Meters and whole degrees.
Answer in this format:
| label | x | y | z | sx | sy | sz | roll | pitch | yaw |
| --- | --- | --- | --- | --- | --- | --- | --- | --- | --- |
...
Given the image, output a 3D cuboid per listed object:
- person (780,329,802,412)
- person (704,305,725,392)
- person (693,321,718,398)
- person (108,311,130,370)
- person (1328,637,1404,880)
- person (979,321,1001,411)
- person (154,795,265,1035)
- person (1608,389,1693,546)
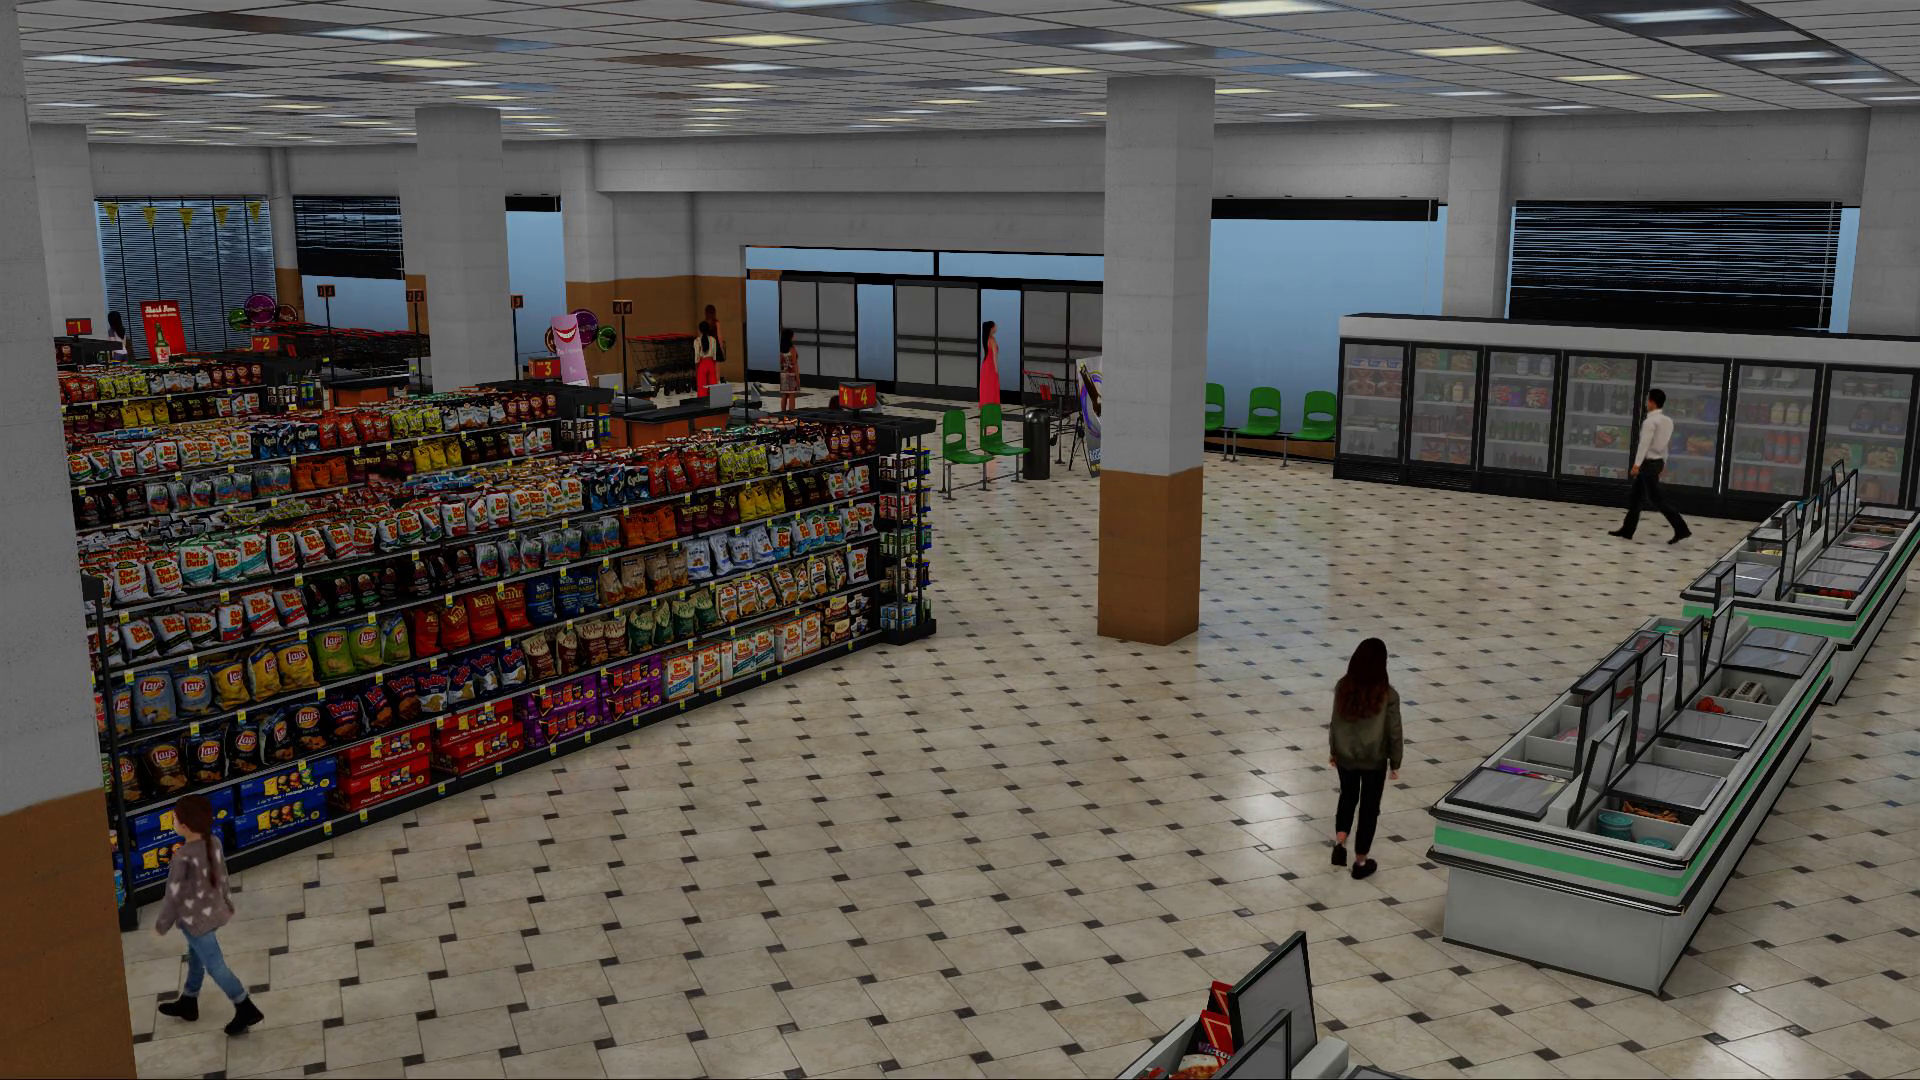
| label | x | y | z | sx | sy | sz | roll | pitch | yaw |
| --- | --- | --- | --- | --- | --- | --- | --- | --- | --- |
| person | -3.008 | -2.884 | 29.237 | 0.597 | 1.645 | 0.692 | -11 | 16 | -42 |
| person | -4.860 | -3.684 | 32.580 | 0.658 | 1.835 | 0.655 | 2 | 12 | 11 |
| person | -4.454 | -2.946 | 29.177 | 0.608 | 1.792 | 0.741 | -7 | 14 | -30 |
| person | -16.594 | -3.661 | 32.779 | 0.738 | 1.706 | 0.622 | 1 | 12 | 7 |
| person | 2.338 | 1.305 | 9.781 | 0.593 | 1.466 | 0.593 | 9 | 15 | 35 |
| person | 0.539 | -3.099 | 30.060 | 0.717 | 1.727 | 0.704 | -6 | 13 | -27 |
| person | -3.616 | 1.822 | 8.030 | 0.754 | 1.175 | 0.840 | 2 | 12 | 11 |
| person | 8.004 | -0.802 | 19.041 | 0.768 | 1.773 | 1.122 | 9 | 15 | 38 |
